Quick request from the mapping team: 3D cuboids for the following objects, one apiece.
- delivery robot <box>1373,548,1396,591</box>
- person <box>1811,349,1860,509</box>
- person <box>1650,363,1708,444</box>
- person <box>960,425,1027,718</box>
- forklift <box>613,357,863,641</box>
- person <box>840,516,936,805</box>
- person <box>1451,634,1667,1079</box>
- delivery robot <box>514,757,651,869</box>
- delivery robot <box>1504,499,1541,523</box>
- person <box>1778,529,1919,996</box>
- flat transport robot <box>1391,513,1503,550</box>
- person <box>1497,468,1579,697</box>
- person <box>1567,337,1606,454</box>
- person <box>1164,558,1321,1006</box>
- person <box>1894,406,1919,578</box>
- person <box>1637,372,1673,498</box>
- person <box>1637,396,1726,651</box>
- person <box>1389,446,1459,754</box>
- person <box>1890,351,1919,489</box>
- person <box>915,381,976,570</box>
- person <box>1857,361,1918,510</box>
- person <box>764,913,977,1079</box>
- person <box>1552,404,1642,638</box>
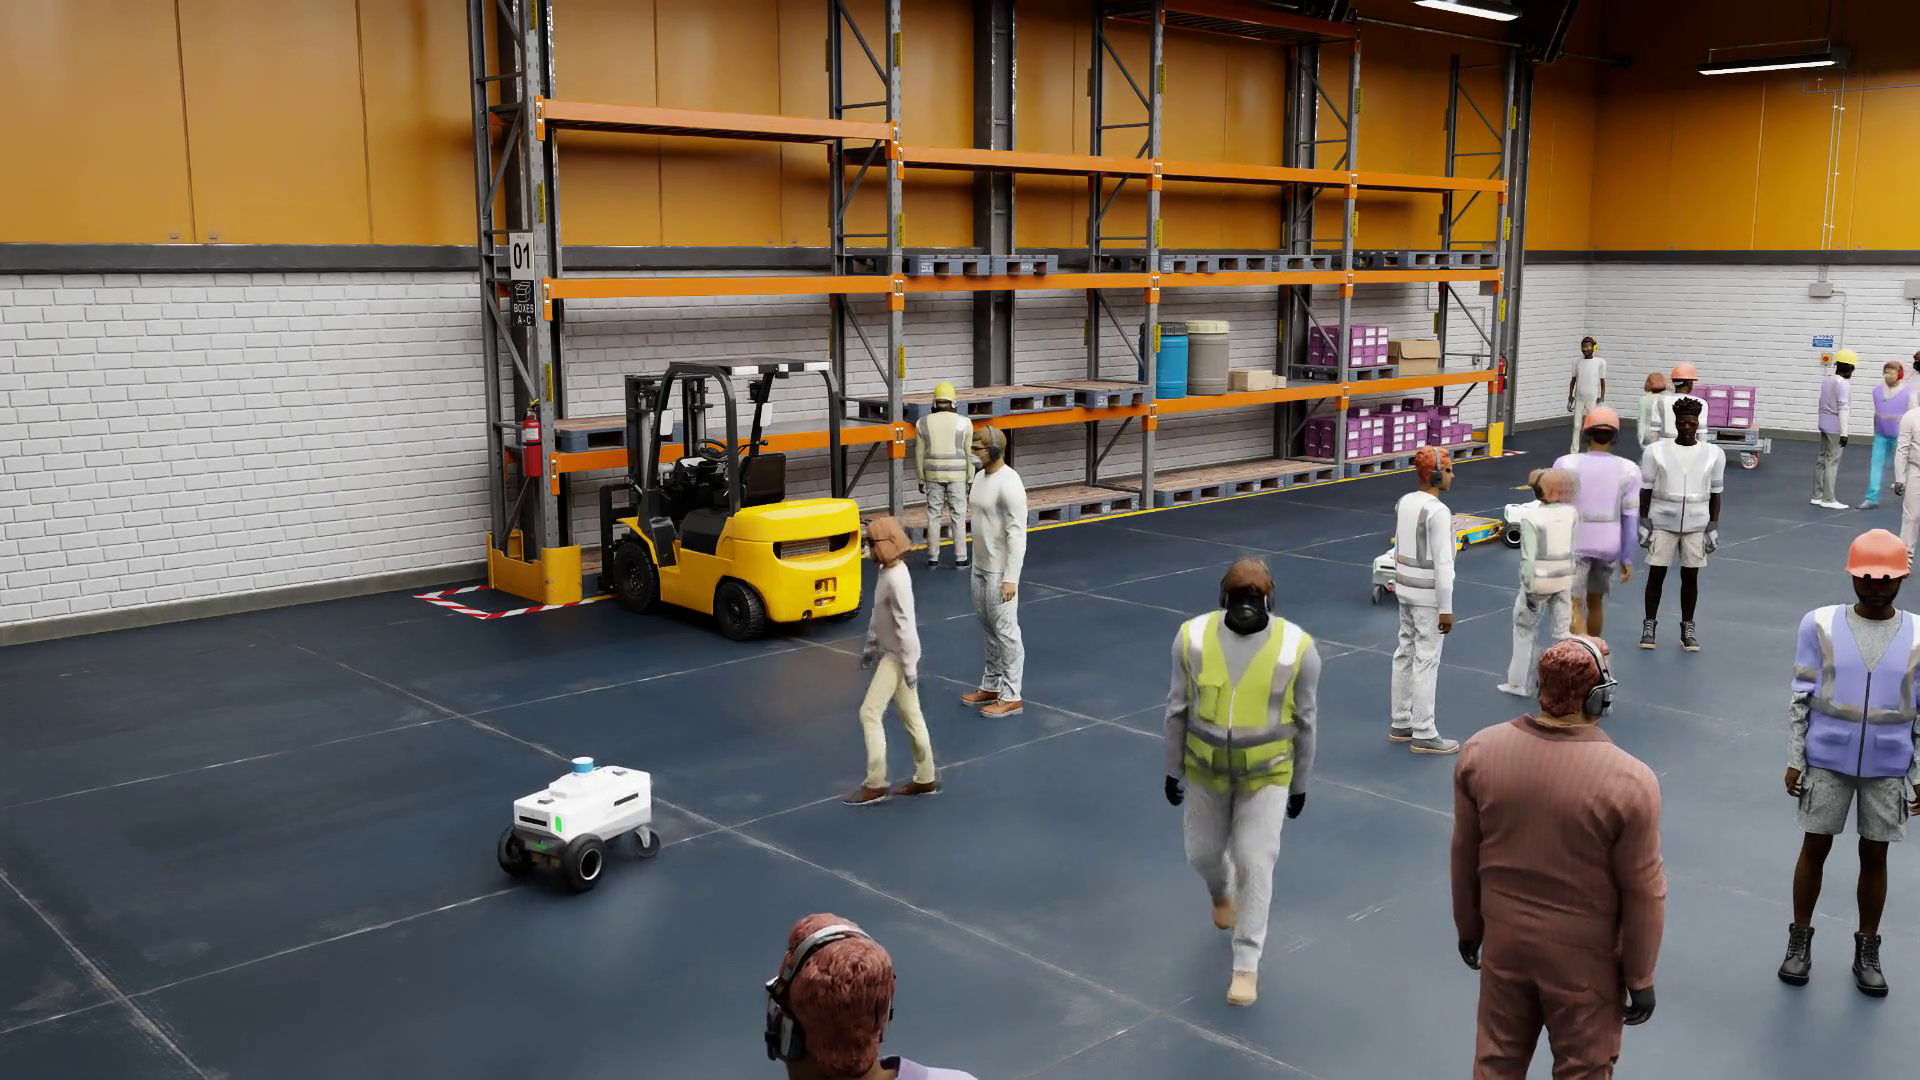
[{"bbox_3d":[3.917,0.221,14.652,0.477,0.478,0.707,7,12,35],"label":"delivery robot"},{"bbox_3d":[10.579,-1.339,20.079,0.388,1.916,0.592,1,10,5],"label":"person"},{"bbox_3d":[7.438,-0.864,17.251,0.547,1.934,0.376,6,12,33],"label":"person"},{"bbox_3d":[0.232,0.201,11.002,0.353,1.936,0.635,-4,10,-22],"label":"person"},{"bbox_3d":[-1.847,-0.414,13.852,1.214,2.155,2.313,-9,13,-42],"label":"forklift"},{"bbox_3d":[-0.433,0.669,9.236,0.671,1.610,0.502,-1,10,-4],"label":"person"},{"bbox_3d":[1.829,1.227,5.090,0.401,1.906,0.649,-9,13,-44],"label":"person"},{"bbox_3d":[-1.859,1.319,8.229,0.477,0.478,0.707,6,11,30],"label":"delivery robot"},{"bbox_3d":[6.060,-0.239,17.348,0.707,0.478,0.477,4,10,22],"label":"delivery robot"},{"bbox_3d":[3.702,0.909,6.851,0.543,1.940,0.361,4,11,24],"label":"person"},{"bbox_3d":[5.219,-0.093,17.598,0.652,0.197,1.431,9,14,44],"label":"flat transport robot"},{"bbox_3d":[4.013,0.322,11.252,0.510,1.611,0.719,-4,10,-21],"label":"person"},{"bbox_3d":[9.141,-2.031,24.292,0.535,1.862,0.312,7,12,37],"label":"person"},{"bbox_3d":[1.182,0.950,6.990,0.630,1.819,0.722,4,10,21],"label":"person"},{"bbox_3d":[9.134,-0.570,15.608,0.653,1.906,0.408,4,10,21],"label":"person"},{"bbox_3d":[8.655,-1.281,20.649,0.501,1.607,0.726,0,10,-2],"label":"person"},{"bbox_3d":[5.543,-0.124,12.822,0.607,1.966,0.367,3,10,15],"label":"person"},{"bbox_3d":[2.859,0.364,10.210,0.355,1.883,0.575,-2,10,-13],"label":"person"},{"bbox_3d":[12.360,-1.527,21.417,0.430,1.840,0.622,-1,10,-4],"label":"person"},{"bbox_3d":[-0.133,-0.619,16.100,0.587,1.837,0.404,1,10,8],"label":"person"},{"bbox_3d":[11.246,-1.259,19.970,0.893,1.804,0.584,-4,11,-23],"label":"person"},{"bbox_3d":[-0.217,1.590,2.959,0.643,1.910,0.399,-8,12,-38],"label":"person"},{"bbox_3d":[4.446,0.055,11.676,0.610,2.009,0.945,1,10,8],"label":"person"}]
